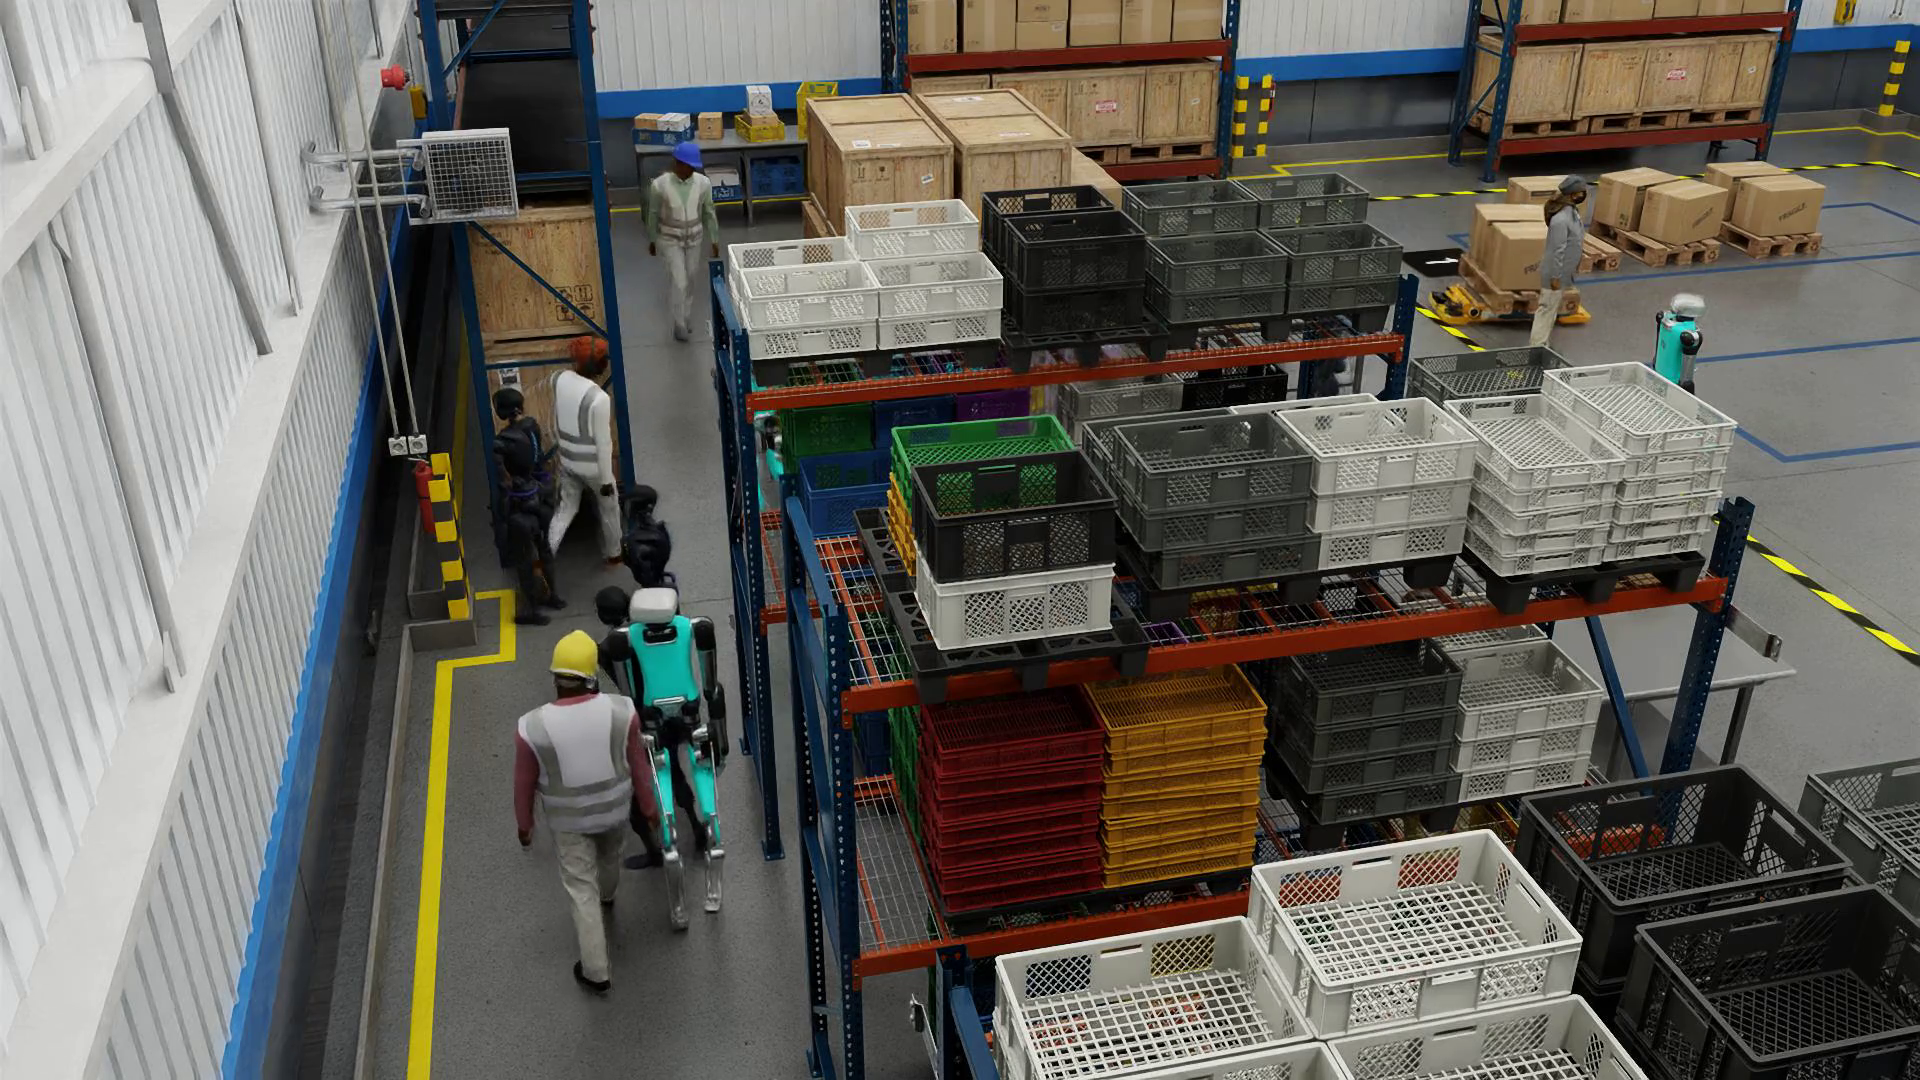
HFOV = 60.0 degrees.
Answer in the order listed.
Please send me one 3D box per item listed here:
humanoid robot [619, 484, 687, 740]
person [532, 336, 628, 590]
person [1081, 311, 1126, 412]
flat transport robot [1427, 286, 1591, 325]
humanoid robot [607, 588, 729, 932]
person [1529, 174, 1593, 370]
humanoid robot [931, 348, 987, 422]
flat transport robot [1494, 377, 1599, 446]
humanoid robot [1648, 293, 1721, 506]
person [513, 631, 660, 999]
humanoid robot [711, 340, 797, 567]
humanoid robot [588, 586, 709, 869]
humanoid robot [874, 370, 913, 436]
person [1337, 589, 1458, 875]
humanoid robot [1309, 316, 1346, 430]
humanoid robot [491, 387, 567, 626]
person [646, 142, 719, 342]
[{"bbox_3d":[-1.792,0.429,9.717,0.334,1.663,0.589,-5,28,-10],"label":"humanoid robot"},{"bbox_3d":[-2.595,-0.521,11.347,0.616,1.849,0.899,19,33,32],"label":"person"},{"bbox_3d":[1.022,-1.005,12.063,0.572,2.028,0.617,-5,28,-10],"label":"person"},{"bbox_3d":[5.437,-2.348,16.471,1.431,0.197,0.652,-1,28,-2],"label":"flat transport robot"},{"bbox_3d":[-1.415,1.165,8.254,0.567,1.756,0.854,-4,28,-7],"label":"humanoid robot"},{"bbox_3d":[5.402,-2.441,15.066,0.397,1.769,0.568,14,31,24],"label":"person"},{"bbox_3d":[0.116,-0.573,11.450,0.532,1.691,0.721,-12,30,-21],"label":"humanoid robot"},{"bbox_3d":[4.780,-1.036,14.013,0.659,0.231,1.431,-6,28,-12],"label":"flat transport robot"},{"bbox_3d":[5.404,-0.999,12.228,0.735,1.673,0.533,-2,28,-3],"label":"humanoid robot"},{"bbox_3d":[-1.821,1.260,8.047,0.658,1.762,0.939,-11,30,-20],"label":"person"},{"bbox_3d":[-1.327,-0.506,11.494,0.545,1.764,1.061,-14,31,-24],"label":"humanoid robot"},{"bbox_3d":[-1.619,0.989,8.665,0.448,1.647,0.620,20,34,33],"label":"humanoid robot"},{"bbox_3d":[-0.386,-0.905,12.204,0.899,1.763,0.531,-9,29,-17],"label":"humanoid robot"},{"bbox_3d":[2.212,1.060,8.349,0.625,1.844,0.429,-2,28,-4],"label":"person"},{"bbox_3d":[2.950,-1.357,13.119,0.611,1.635,0.612,1,28,1],"label":"humanoid robot"},{"bbox_3d":[-2.859,-0.230,10.962,0.306,1.657,0.608,8,29,14],"label":"humanoid robot"},{"bbox_3d":[-2.595,-2.809,15.622,0.625,1.898,0.722,-15,31,-27],"label":"person"}]
